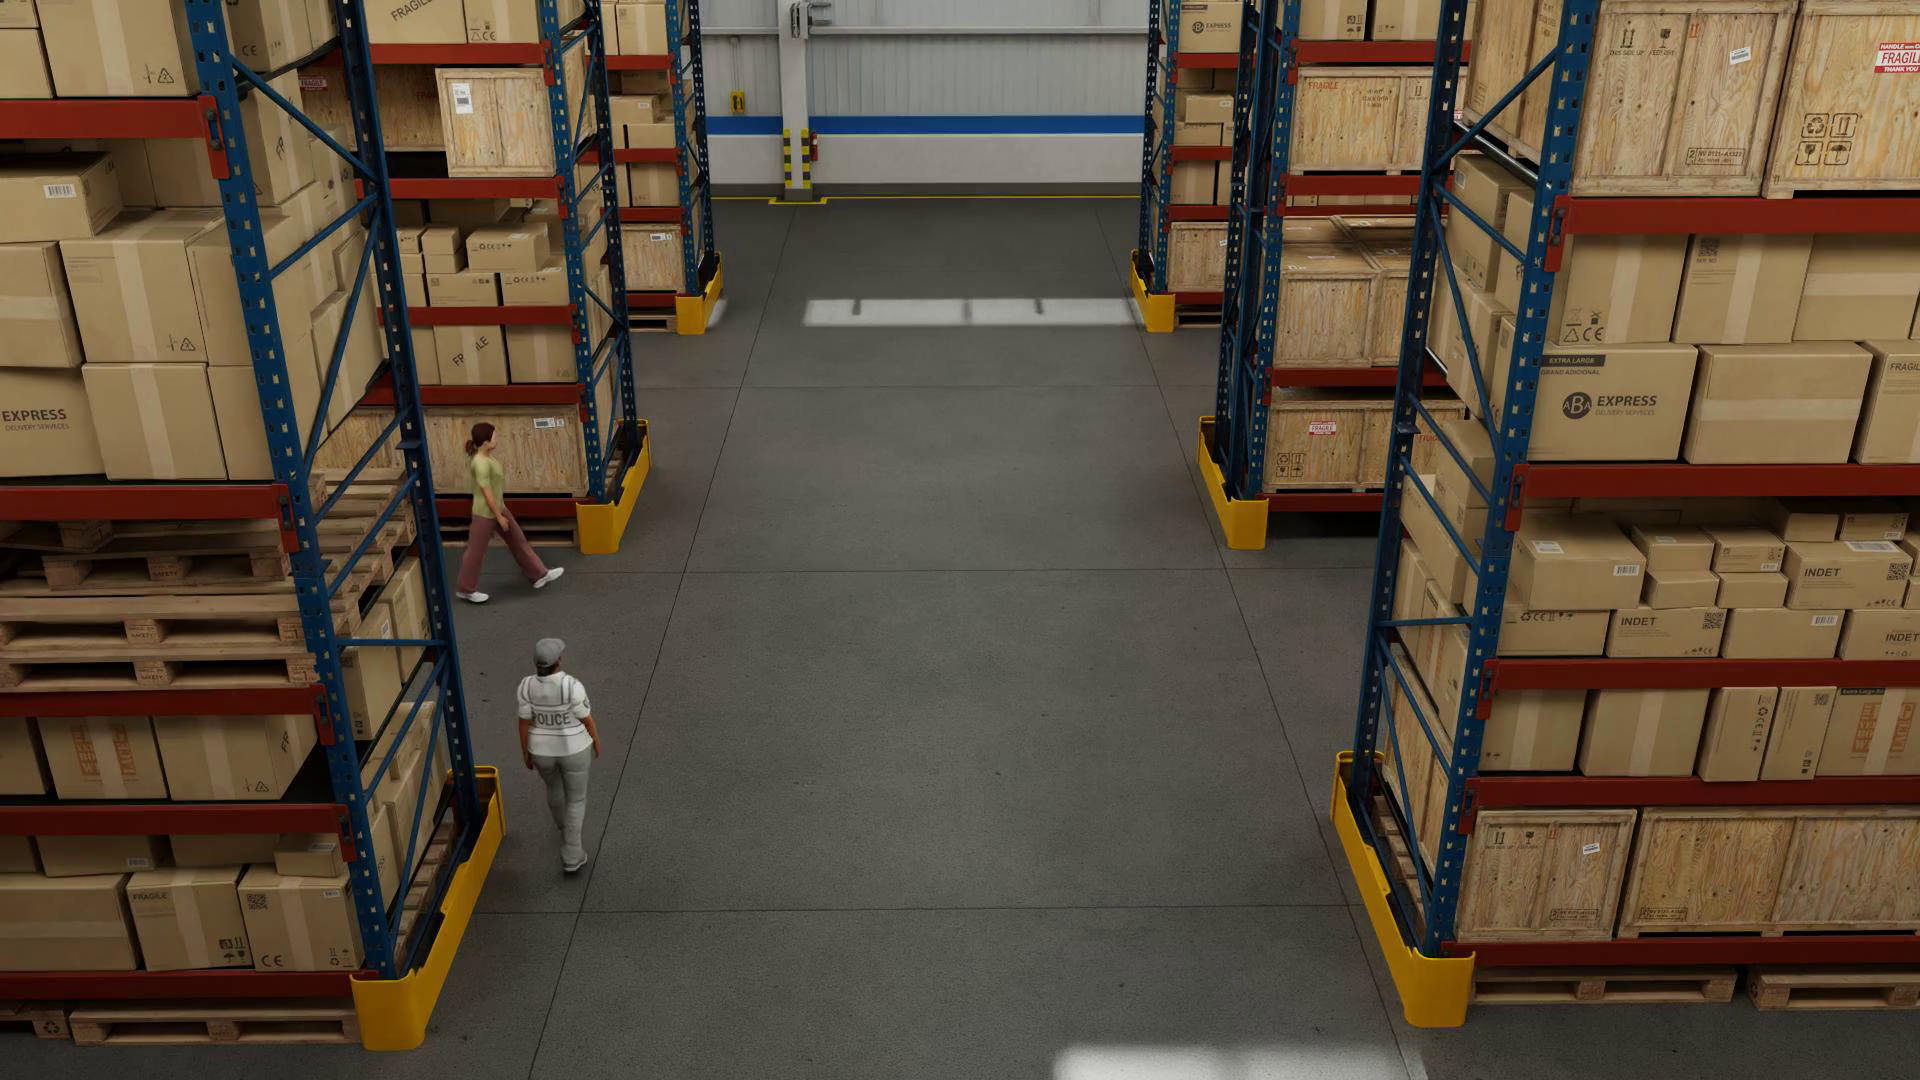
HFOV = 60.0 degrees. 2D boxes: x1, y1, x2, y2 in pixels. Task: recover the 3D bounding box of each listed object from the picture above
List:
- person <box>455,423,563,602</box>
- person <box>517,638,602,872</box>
[{"bbox_3d":[-4.021,-0.253,14.511,0.931,1.636,0.435,-3,25,-6],"label":"person"},{"bbox_3d":[-2.637,1.353,11.108,0.484,1.661,0.760,3,25,7],"label":"person"}]
